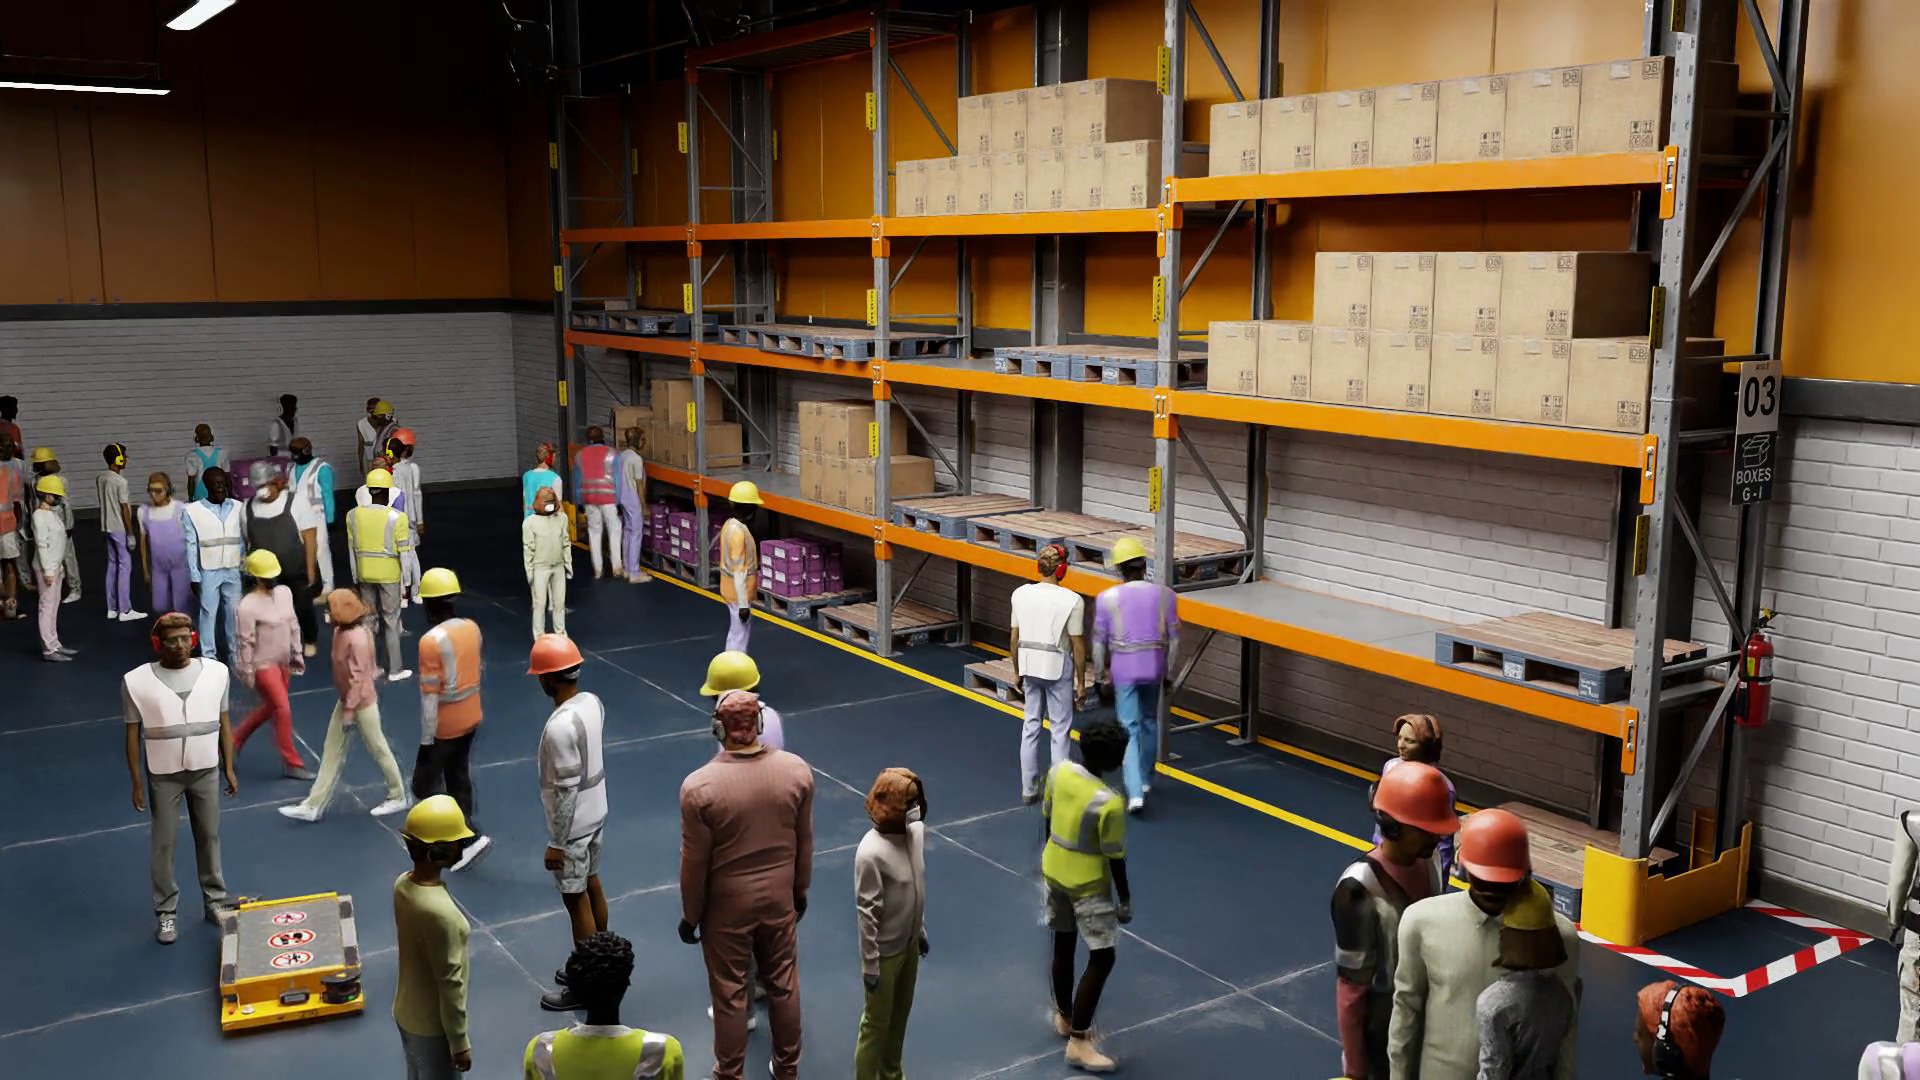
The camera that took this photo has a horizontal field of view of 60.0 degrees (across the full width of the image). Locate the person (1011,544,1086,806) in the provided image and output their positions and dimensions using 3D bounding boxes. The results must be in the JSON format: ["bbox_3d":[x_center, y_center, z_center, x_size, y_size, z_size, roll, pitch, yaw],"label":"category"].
[{"bbox_3d":[0.601,0.945,11.438,0.567,1.844,0.375,6,12,34],"label":"person"}]

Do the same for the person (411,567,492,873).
[{"bbox_3d":[-3.136,1.117,10.219,0.421,1.914,0.610,3,10,14],"label":"person"}]

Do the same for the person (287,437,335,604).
[{"bbox_3d":[-7.163,-0.226,18.367,0.637,1.831,0.434,5,11,28],"label":"person"}]

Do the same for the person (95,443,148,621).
[{"bbox_3d":[-8.812,-0.080,17.425,0.512,1.862,0.329,6,12,33],"label":"person"}]

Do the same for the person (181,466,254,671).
[{"bbox_3d":[-6.729,0.282,15.111,0.392,1.922,0.593,7,12,37],"label":"person"}]

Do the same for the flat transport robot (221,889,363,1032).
[{"bbox_3d":[-3.552,2.176,8.831,0.652,0.197,1.431,-4,10,-22],"label":"flat transport robot"}]

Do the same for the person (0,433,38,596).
[{"bbox_3d":[-10.705,-0.291,18.723,0.342,1.840,0.504,6,12,33],"label":"person"}]

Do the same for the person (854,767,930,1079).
[{"bbox_3d":[-0.284,1.771,7.218,0.267,1.632,0.507,5,11,26],"label":"person"}]

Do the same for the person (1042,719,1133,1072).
[{"bbox_3d":[0.582,1.642,7.894,0.353,1.661,0.645,-7,12,-35],"label":"person"}]

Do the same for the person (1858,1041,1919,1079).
[{"bbox_3d":[3.050,2.123,5.183,0.528,1.627,0.325,4,10,22],"label":"person"}]

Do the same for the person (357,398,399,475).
[{"bbox_3d":[-8.200,-1.103,23.520,0.574,1.830,0.410,-2,10,-12],"label":"person"}]

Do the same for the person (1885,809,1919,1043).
[{"bbox_3d":[4.376,1.749,7.345,0.523,1.638,0.309,6,12,33],"label":"person"}]

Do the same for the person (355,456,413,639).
[{"bbox_3d":[-5.744,0.085,16.533,0.561,1.836,0.395,4,10,21],"label":"person"}]

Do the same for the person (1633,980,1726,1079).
[{"bbox_3d":[1.943,2.106,4.536,0.576,1.880,0.360,-6,11,-31],"label":"person"}]

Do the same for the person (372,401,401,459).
[{"bbox_3d":[-7.902,-1.014,23.014,0.403,1.824,0.593,-8,12,-38],"label":"person"}]

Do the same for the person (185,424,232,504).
[{"bbox_3d":[-8.882,-0.458,19.700,0.504,1.839,0.344,-7,12,-36],"label":"person"}]

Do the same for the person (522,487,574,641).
[{"bbox_3d":[-3.952,0.286,15.967,0.286,1.623,0.504,9,13,44],"label":"person"}]

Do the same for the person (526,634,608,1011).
[{"bbox_3d":[-1.983,1.419,8.416,0.374,1.929,0.542,1,10,4],"label":"person"}]

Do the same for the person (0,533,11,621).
[{"bbox_3d":[-10.102,-0.074,17.148,0.359,1.938,0.635,1,10,6],"label":"person"}]

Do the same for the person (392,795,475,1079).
[{"bbox_3d":[-2.007,1.845,6.424,0.339,1.761,0.524,-7,12,-34],"label":"person"}]

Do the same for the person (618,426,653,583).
[{"bbox_3d":[-3.815,-0.413,19.451,0.354,1.839,0.507,-6,11,-32],"label":"person"}]

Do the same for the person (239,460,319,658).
[{"bbox_3d":[-6.213,0.199,15.251,0.681,2.000,0.945,-2,10,-11],"label":"person"}]

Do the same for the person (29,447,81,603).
[{"bbox_3d":[-9.989,-0.164,18.289,0.493,1.735,0.348,2,10,9],"label":"person"}]

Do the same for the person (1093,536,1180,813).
[{"bbox_3d":[1.225,0.921,11.493,0.598,1.914,0.728,-3,10,-15],"label":"person"}]

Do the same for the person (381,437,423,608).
[{"bbox_3d":[-6.091,-0.190,18.071,0.331,1.861,0.511,4,10,23],"label":"person"}]

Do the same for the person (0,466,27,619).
[{"bbox_3d":[-10.083,-0.123,17.358,0.361,1.963,0.614,8,13,39],"label":"person"}]

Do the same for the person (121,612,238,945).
[{"bbox_3d":[-4.355,1.304,9.322,0.566,1.850,0.389,-8,13,-40],"label":"person"}]

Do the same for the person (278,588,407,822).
[{"bbox_3d":[-4.140,1.118,11.146,0.839,1.582,0.524,-8,12,-38],"label":"person"}]

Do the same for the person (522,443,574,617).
[{"bbox_3d":[-4.400,-0.107,17.618,0.572,1.843,0.373,7,12,35],"label":"person"}]

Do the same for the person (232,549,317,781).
[{"bbox_3d":[-5.074,0.892,12.068,0.758,1.730,0.533,2,10,13],"label":"person"}]

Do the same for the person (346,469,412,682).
[{"bbox_3d":[-5.192,0.317,14.935,0.581,1.919,0.395,1,10,6],"label":"person"}]

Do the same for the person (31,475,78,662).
[{"bbox_3d":[-8.551,0.267,15.681,0.331,1.760,0.522,-3,10,-17],"label":"person"}]

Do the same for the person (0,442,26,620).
[{"bbox_3d":[-10.208,-0.173,17.585,0.605,2.005,1.037,-7,12,-36],"label":"person"}]

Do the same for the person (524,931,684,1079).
[{"bbox_3d":[-1.113,2.072,5.289,0.534,1.694,0.320,1,10,5],"label":"person"}]

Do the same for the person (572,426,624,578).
[{"bbox_3d":[-4.290,-0.452,19.770,0.651,1.804,0.471,1,10,7],"label":"person"}]

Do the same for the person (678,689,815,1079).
[{"bbox_3d":[-0.966,1.598,7.451,0.638,1.903,0.408,-6,11,-32],"label":"person"}]

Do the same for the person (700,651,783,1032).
[{"bbox_3d":[-1.052,1.471,8.180,0.403,1.910,0.607,2,10,10],"label":"person"}]

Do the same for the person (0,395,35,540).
[{"bbox_3d":[-12.723,-0.962,22.286,0.613,1.962,0.367,6,11,30],"label":"person"}]

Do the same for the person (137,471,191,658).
[{"bbox_3d":[-7.425,0.235,15.684,0.519,1.827,0.565,0,10,-3],"label":"person"}]

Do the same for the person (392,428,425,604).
[{"bbox_3d":[-6.104,-0.266,18.319,0.553,1.928,0.396,6,11,30],"label":"person"}]

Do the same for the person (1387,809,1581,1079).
[{"bbox_3d":[1.769,1.861,5.663,0.619,1.985,0.405,2,10,14],"label":"person"}]

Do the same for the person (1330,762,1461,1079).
[{"bbox_3d":[1.585,1.778,6.035,0.410,2.030,0.612,9,13,44],"label":"person"}]

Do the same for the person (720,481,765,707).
[{"bbox_3d":[-1.833,0.456,14.081,0.387,1.922,0.594,-2,10,-11],"label":"person"}]

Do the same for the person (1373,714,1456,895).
[{"bbox_3d":[2.174,1.629,8.019,0.308,1.645,0.514,-4,11,-24],"label":"person"}]

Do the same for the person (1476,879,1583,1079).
[{"bbox_3d":[1.883,1.983,5.654,0.492,1.740,0.325,-7,12,-34],"label":"person"}]
